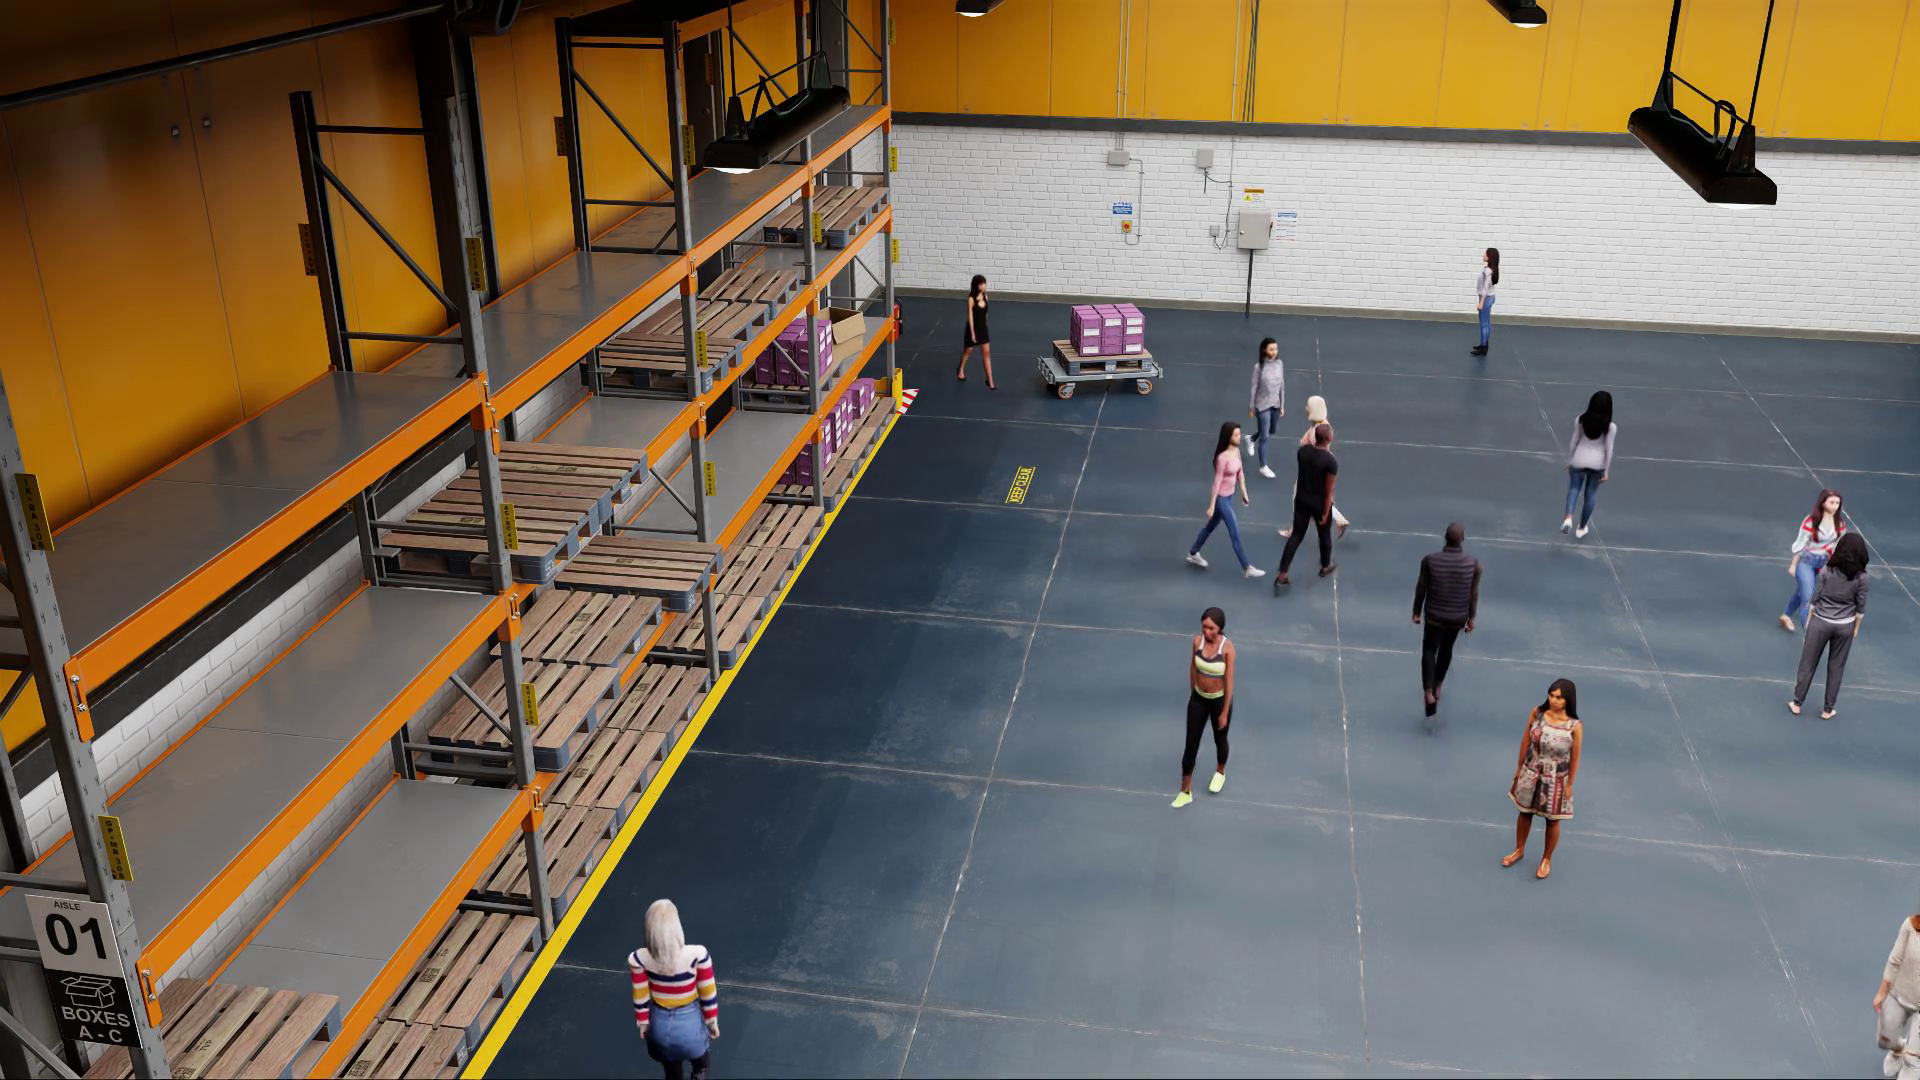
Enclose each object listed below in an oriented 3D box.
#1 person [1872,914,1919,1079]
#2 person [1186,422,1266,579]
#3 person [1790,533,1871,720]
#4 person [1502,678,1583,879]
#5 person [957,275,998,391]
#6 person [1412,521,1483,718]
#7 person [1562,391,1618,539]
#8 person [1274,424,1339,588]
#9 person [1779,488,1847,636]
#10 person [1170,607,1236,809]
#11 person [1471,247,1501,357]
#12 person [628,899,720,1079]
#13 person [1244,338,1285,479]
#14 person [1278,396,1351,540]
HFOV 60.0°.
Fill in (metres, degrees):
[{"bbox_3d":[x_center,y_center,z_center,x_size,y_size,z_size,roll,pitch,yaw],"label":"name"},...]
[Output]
[{"bbox_3d":[5.912,2.806,10.243,0.882,1.688,1.008,20,31,38],"label":"person"},{"bbox_3d":[2.727,-0.436,17.658,0.957,1.691,1.174,14,27,29],"label":"person"},{"bbox_3d":[7.772,0.767,14.820,0.630,1.759,0.579,9,25,21],"label":"person"},{"bbox_3d":[4.462,1.783,12.639,0.725,1.645,0.709,18,30,36],"label":"person"},{"bbox_3d":[0.165,-2.930,23.464,1.011,1.609,1.058,-17,29,-33],"label":"person"},{"bbox_3d":[4.323,0.718,14.861,0.732,1.815,1.084,5,24,12],"label":"person"},{"bbox_3d":[6.942,-0.796,18.442,0.775,1.722,0.884,14,27,29],"label":"person"},{"bbox_3d":[3.592,-0.312,17.268,1.307,1.774,1.154,-20,31,-38],"label":"person"},{"bbox_3d":[8.311,0.228,16.288,0.768,1.571,1.119,-1,24,-2],"label":"person"},{"bbox_3d":[2.104,1.311,13.623,0.808,1.721,1.053,13,27,27],"label":"person"},{"bbox_3d":[7.904,-3.586,24.935,0.714,1.633,0.541,11,26,23],"label":"person"},{"bbox_3d":[-1.688,2.935,9.813,0.709,1.797,0.804,1,24,3],"label":"person"},{"bbox_3d":[3.729,-1.670,20.449,0.965,1.717,1.076,-12,26,-25],"label":"person"},{"bbox_3d":[3.984,-0.759,18.383,0.884,1.701,1.017,13,27,26],"label":"person"}]
